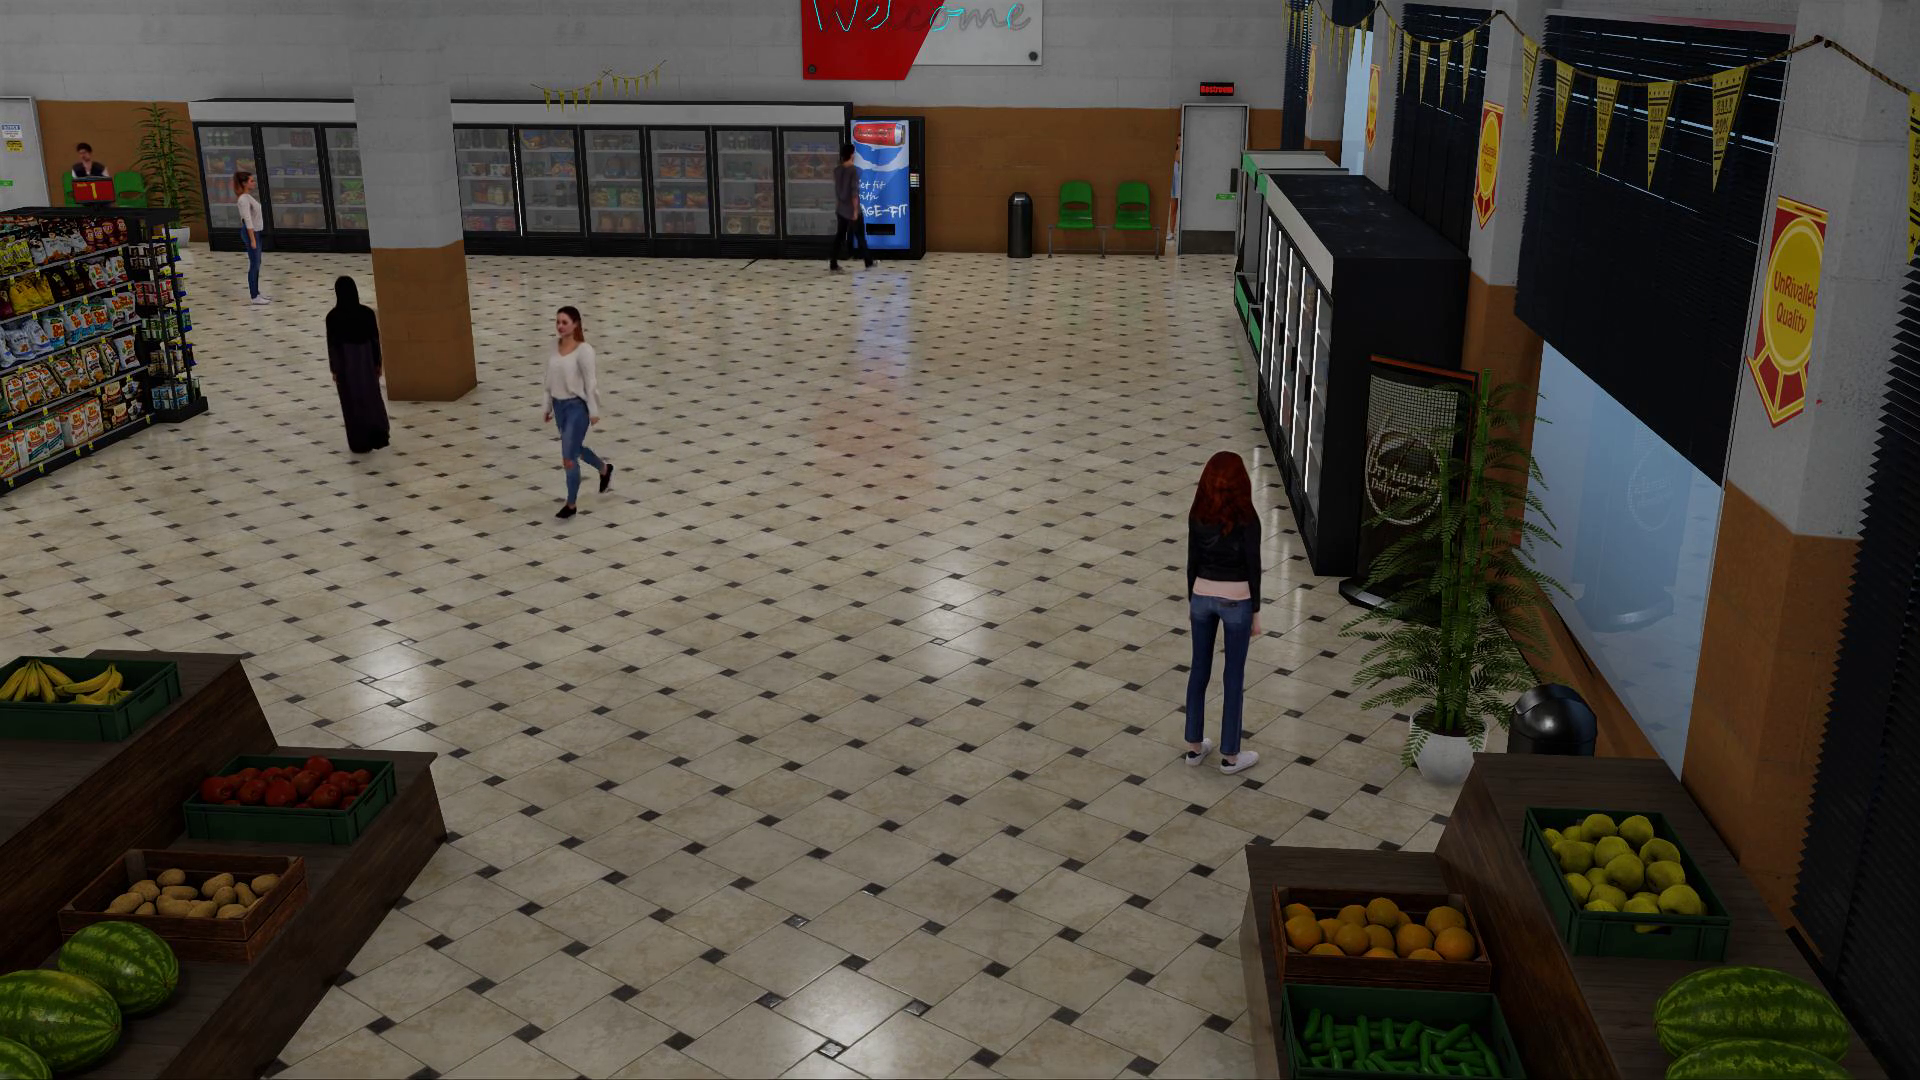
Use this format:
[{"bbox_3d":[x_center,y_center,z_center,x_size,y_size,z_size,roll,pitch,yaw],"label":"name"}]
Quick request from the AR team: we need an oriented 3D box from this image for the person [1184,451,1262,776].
[{"bbox_3d":[1.392,0.383,8.860,0.665,1.786,0.694,13,23,34],"label":"person"}]

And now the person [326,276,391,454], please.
[{"bbox_3d":[-5.385,-1.539,14.842,0.849,1.605,0.950,-10,21,-28],"label":"person"}]

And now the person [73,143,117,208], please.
[{"bbox_3d":[-12.730,-4.922,24.544,0.929,1.819,1.161,-6,19,-16],"label":"person"}]

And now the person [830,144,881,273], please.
[{"bbox_3d":[-1.678,-4.767,24.091,1.078,1.814,1.205,16,24,39],"label":"person"}]

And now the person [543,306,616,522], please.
[{"bbox_3d":[-3.037,-1.024,13.226,0.919,1.663,1.152,11,21,29],"label":"person"}]

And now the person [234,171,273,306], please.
[{"bbox_3d":[-9.333,-3.985,21.918,0.738,1.720,0.582,-5,19,-15],"label":"person"}]
